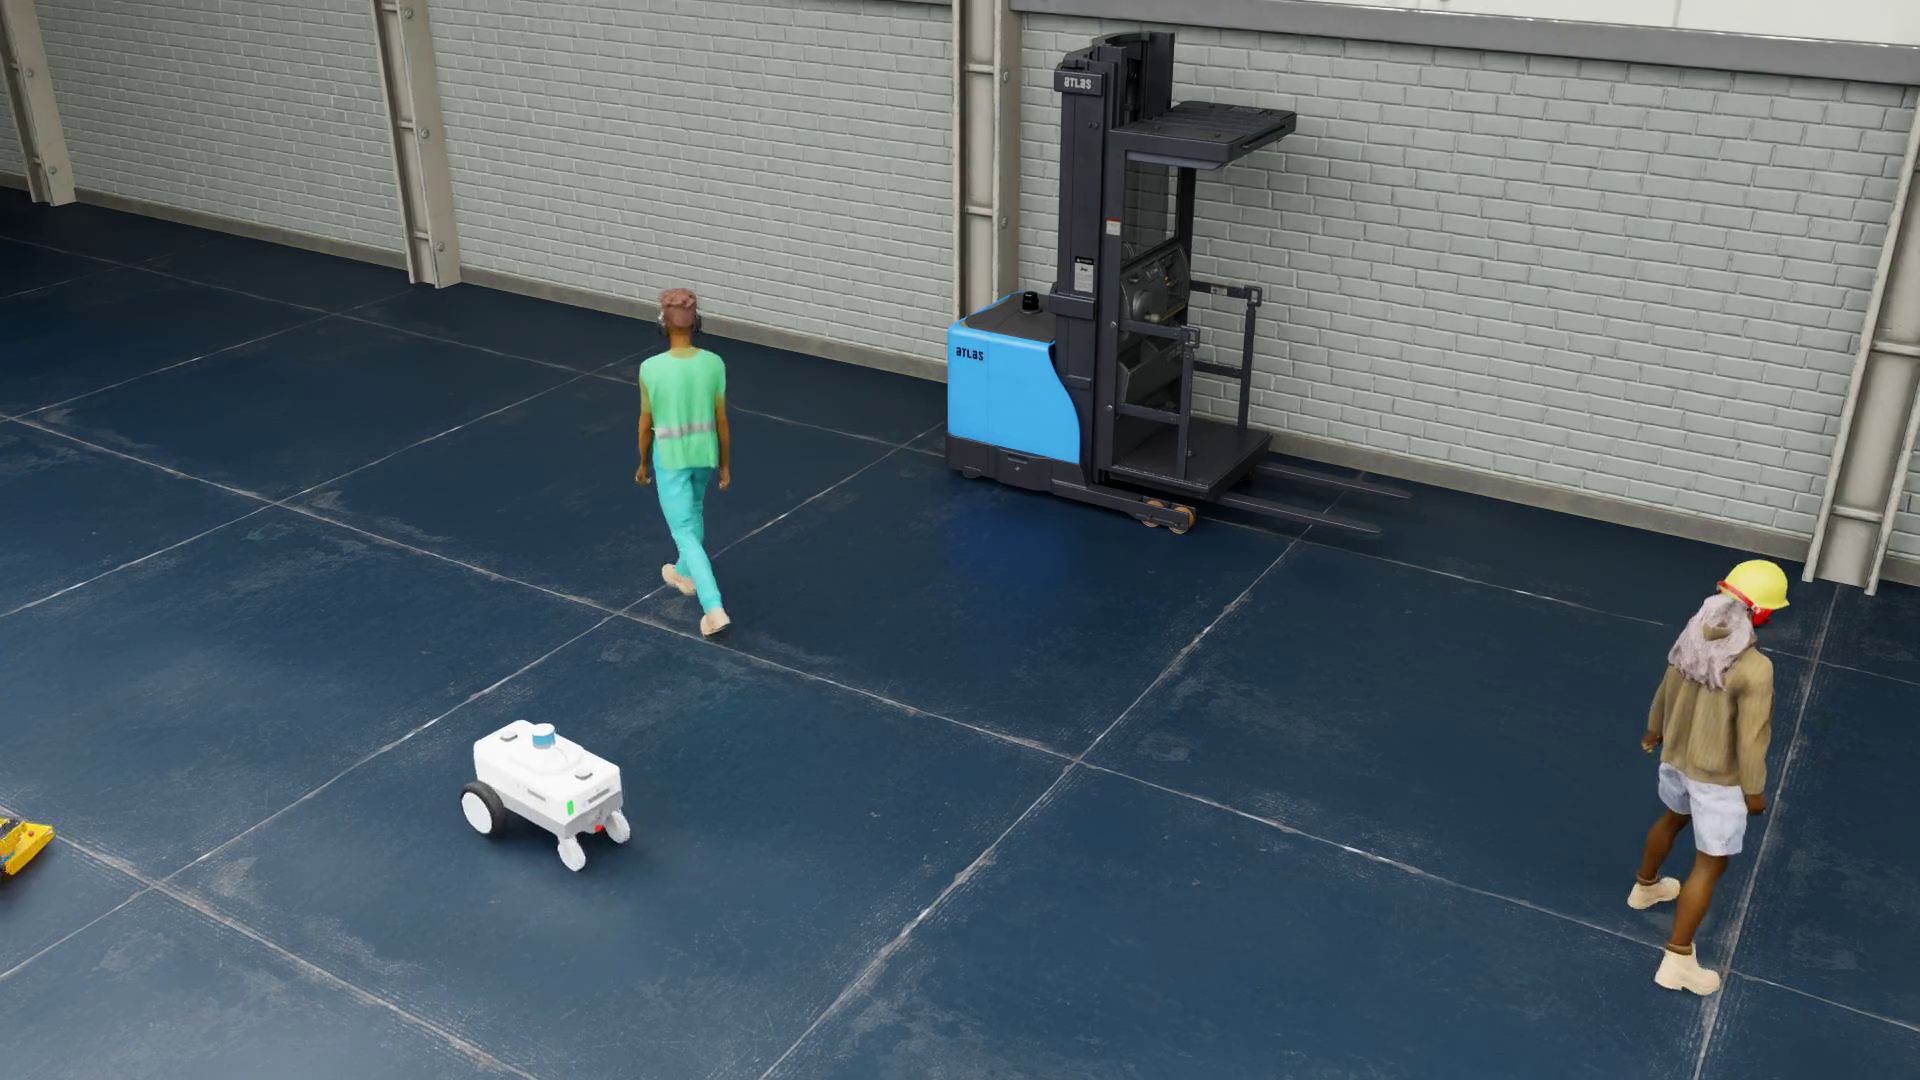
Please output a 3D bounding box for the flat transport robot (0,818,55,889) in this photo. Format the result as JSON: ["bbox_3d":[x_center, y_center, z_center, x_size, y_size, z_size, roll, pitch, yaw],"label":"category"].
[{"bbox_3d":[-4.570,1.558,6.964,0.659,0.231,1.431,5,26,9],"label":"flat transport robot"}]

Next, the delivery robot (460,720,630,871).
[{"bbox_3d":[-1.885,1.118,7.581,0.818,0.614,0.499,18,31,33],"label":"delivery robot"}]

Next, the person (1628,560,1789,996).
[{"bbox_3d":[2.975,0.906,6.645,0.501,1.724,0.733,-6,26,-12],"label":"person"}]

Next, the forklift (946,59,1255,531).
[{"bbox_3d":[0.933,-1.707,10.833,1.873,2.768,1.129,15,29,28],"label":"forklift"}]

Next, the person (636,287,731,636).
[{"bbox_3d":[-1.511,-0.453,9.276,0.490,1.941,0.991,-16,30,-31],"label":"person"}]
